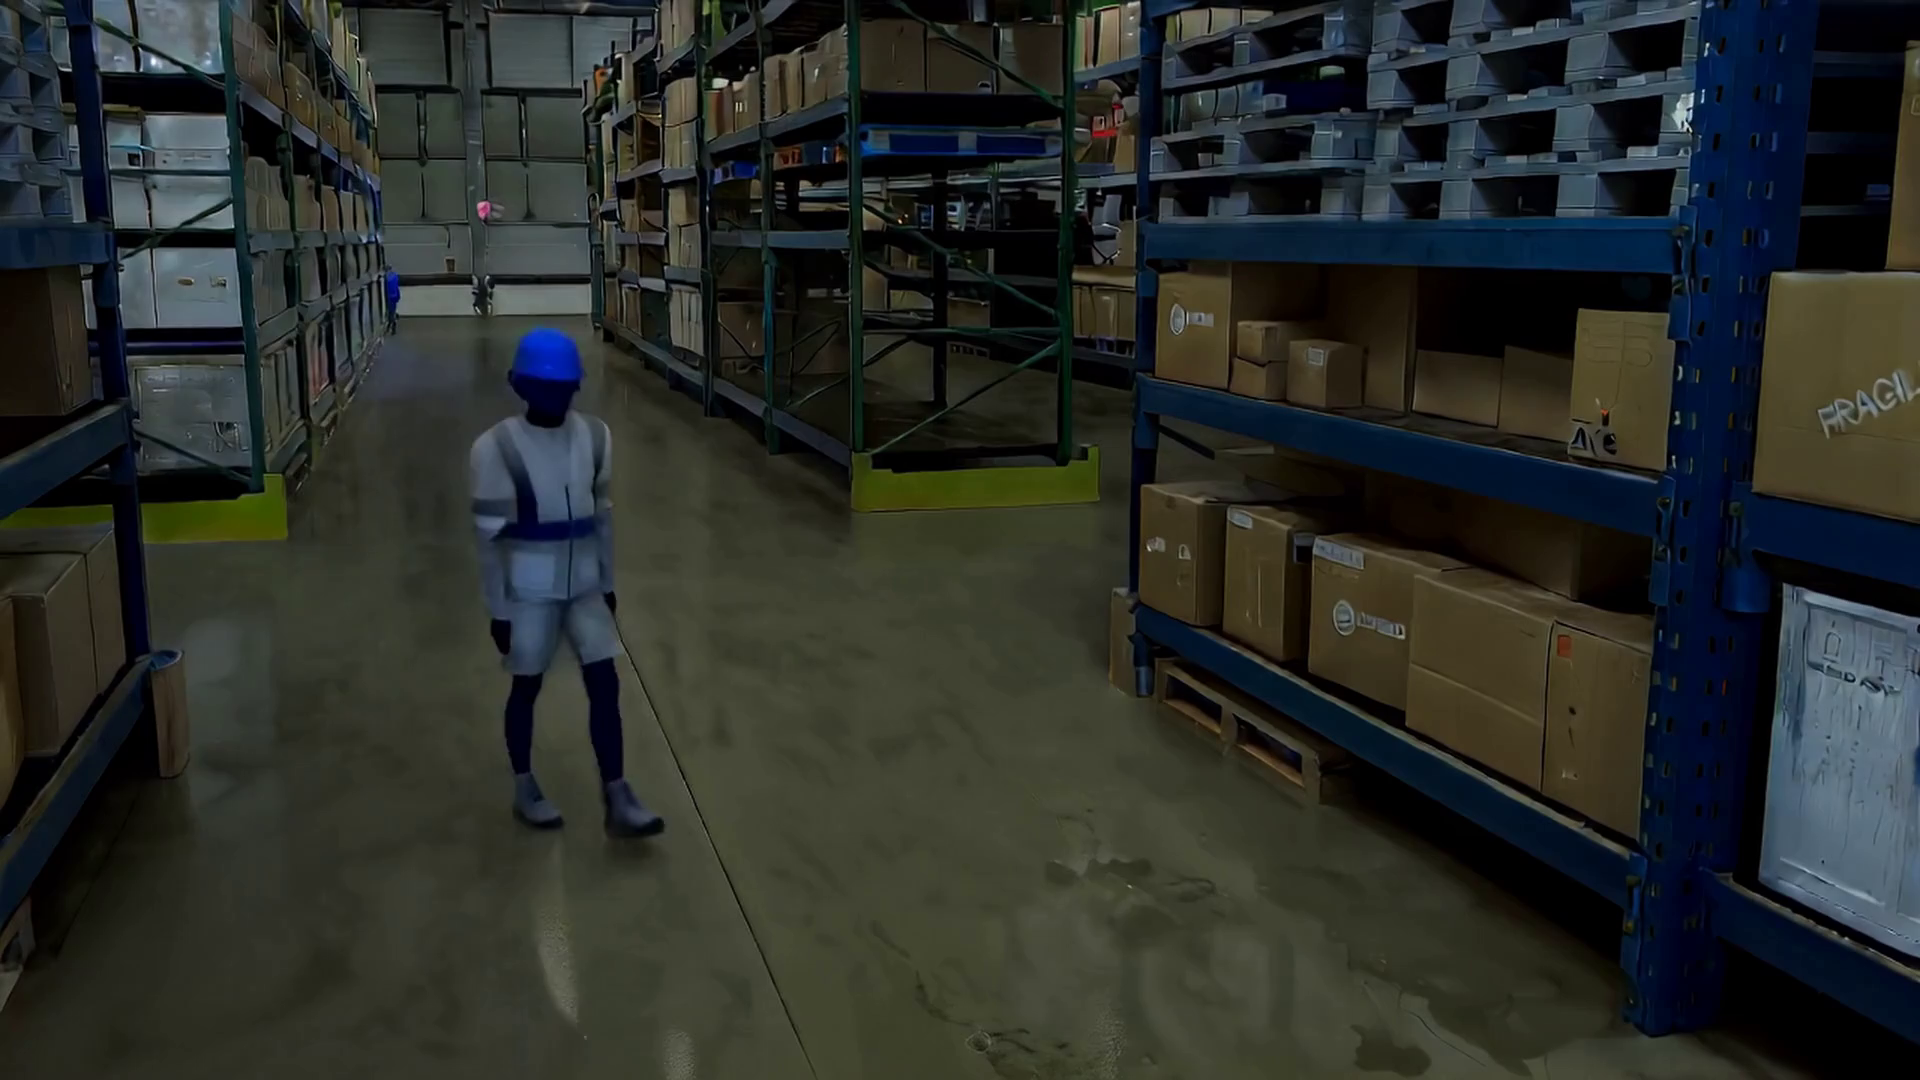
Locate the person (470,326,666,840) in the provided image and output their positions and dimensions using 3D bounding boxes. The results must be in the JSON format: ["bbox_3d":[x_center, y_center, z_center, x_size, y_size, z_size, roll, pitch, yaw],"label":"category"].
[{"bbox_3d":[-1.504,0.195,6.390,0.651,2.004,0.932,-10,14,-44],"label":"person"}]

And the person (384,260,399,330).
[{"bbox_3d":[-14.384,-6.152,41.872,0.323,1.755,0.564,8,13,38],"label":"person"}]

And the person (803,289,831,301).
[{"bbox_3d":[-2.914,-4.696,33.706,0.641,1.824,0.564,-8,13,-36],"label":"person"}]

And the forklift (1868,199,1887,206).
[{"bbox_3d":[11.338,-2.915,21.052,1.129,2.768,1.873,-3,11,-17],"label":"forklift"}]
